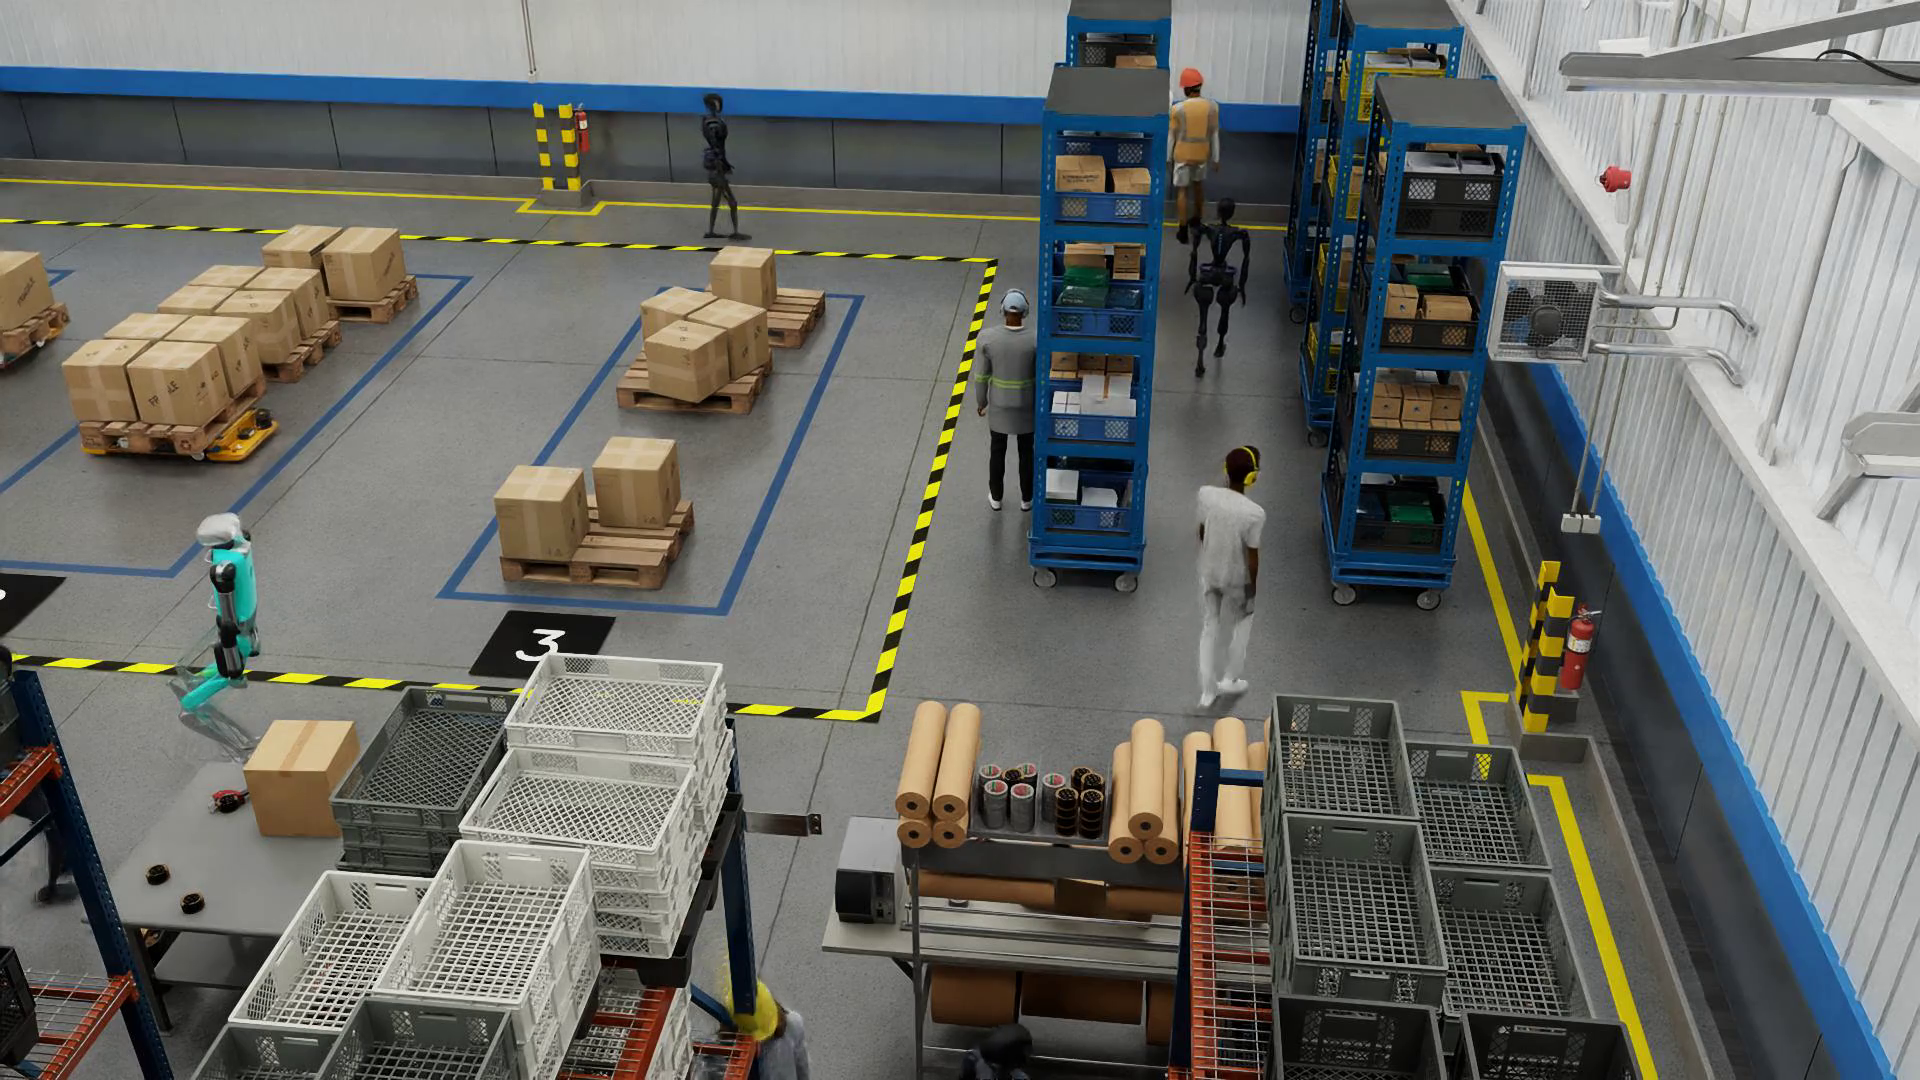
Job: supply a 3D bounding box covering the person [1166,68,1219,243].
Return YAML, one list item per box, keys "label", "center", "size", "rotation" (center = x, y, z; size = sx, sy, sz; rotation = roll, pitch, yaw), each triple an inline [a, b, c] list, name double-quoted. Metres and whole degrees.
- label: "person"
  center: [2.536, -4.278, 18.406]
  size: [0.592, 1.893, 0.714]
  rotation: [-4, 30, -7]

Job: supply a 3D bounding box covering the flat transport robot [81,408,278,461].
- label: "flat transport robot"
  center: [-6.696, -0.942, 14.265]
  size: [1.431, 0.197, 0.652]
  rotation: [3, 30, 6]

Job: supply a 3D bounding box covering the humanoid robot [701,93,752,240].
- label: "humanoid robot"
  center: [-2.618, -4.116, 18.348]
  size: [0.560, 1.647, 0.588]
  rotation: [-2, 30, -3]

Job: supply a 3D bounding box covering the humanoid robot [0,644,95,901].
- label: "humanoid robot"
  center: [-5.063, 1.261, 9.099]
  size: [0.396, 1.638, 0.589]
  rotation: [-16, 34, -26]

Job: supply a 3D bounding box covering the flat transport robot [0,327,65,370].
- label: "flat transport robot"
  center: [-9.229, -1.826, 15.783]
  size: [0.652, 0.197, 1.431]
  rotation: [3, 30, 6]

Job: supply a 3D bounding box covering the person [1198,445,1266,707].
- label: "person"
  center: [1.732, 0.228, 10.721]
  size: [0.485, 1.843, 0.526]
  rotation: [18, 35, 28]

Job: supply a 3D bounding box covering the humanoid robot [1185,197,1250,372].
- label: "humanoid robot"
  center: [2.372, -2.377, 15.418]
  size: [0.584, 1.642, 0.779]
  rotation: [7, 31, 12]

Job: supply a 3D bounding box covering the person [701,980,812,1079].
- label: "person"
  center: [-0.874, 2.435, 7.069]
  size: [0.498, 1.721, 0.766]
  rotation: [-24, 38, -35]

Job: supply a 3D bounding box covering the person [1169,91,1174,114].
- label: "person"
  center: [2.121, -4.395, 18.653]
  size: [0.562, 1.847, 0.390]
  rotation: [-19, 35, -29]

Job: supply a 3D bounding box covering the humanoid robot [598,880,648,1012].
- label: "humanoid robot"
  center: [-1.830, 1.676, 8.412]
  size: [0.592, 1.625, 0.608]
  rotation: [-27, 39, -38]

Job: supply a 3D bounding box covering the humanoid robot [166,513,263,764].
- label: "humanoid robot"
  center: [-4.517, 0.629, 10.000]
  size: [0.735, 1.677, 0.533]
  rotation: [-5, 31, -8]

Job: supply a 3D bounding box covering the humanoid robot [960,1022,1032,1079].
- label: "humanoid robot"
  center: [0.188, 2.602, 6.798]
  size: [0.323, 1.648, 0.593]
  rotation: [-22, 36, -32]

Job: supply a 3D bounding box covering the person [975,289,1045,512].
- label: "person"
  center: [0.416, -1.092, 12.974]
  size: [0.597, 1.850, 0.386]
  rotation: [3, 30, 5]

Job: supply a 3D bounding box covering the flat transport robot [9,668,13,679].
- label: "flat transport robot"
  center: [-7.142, 0.969, 11.010]
  size: [1.431, 0.231, 0.659]
  rotation: [3, 30, 6]
